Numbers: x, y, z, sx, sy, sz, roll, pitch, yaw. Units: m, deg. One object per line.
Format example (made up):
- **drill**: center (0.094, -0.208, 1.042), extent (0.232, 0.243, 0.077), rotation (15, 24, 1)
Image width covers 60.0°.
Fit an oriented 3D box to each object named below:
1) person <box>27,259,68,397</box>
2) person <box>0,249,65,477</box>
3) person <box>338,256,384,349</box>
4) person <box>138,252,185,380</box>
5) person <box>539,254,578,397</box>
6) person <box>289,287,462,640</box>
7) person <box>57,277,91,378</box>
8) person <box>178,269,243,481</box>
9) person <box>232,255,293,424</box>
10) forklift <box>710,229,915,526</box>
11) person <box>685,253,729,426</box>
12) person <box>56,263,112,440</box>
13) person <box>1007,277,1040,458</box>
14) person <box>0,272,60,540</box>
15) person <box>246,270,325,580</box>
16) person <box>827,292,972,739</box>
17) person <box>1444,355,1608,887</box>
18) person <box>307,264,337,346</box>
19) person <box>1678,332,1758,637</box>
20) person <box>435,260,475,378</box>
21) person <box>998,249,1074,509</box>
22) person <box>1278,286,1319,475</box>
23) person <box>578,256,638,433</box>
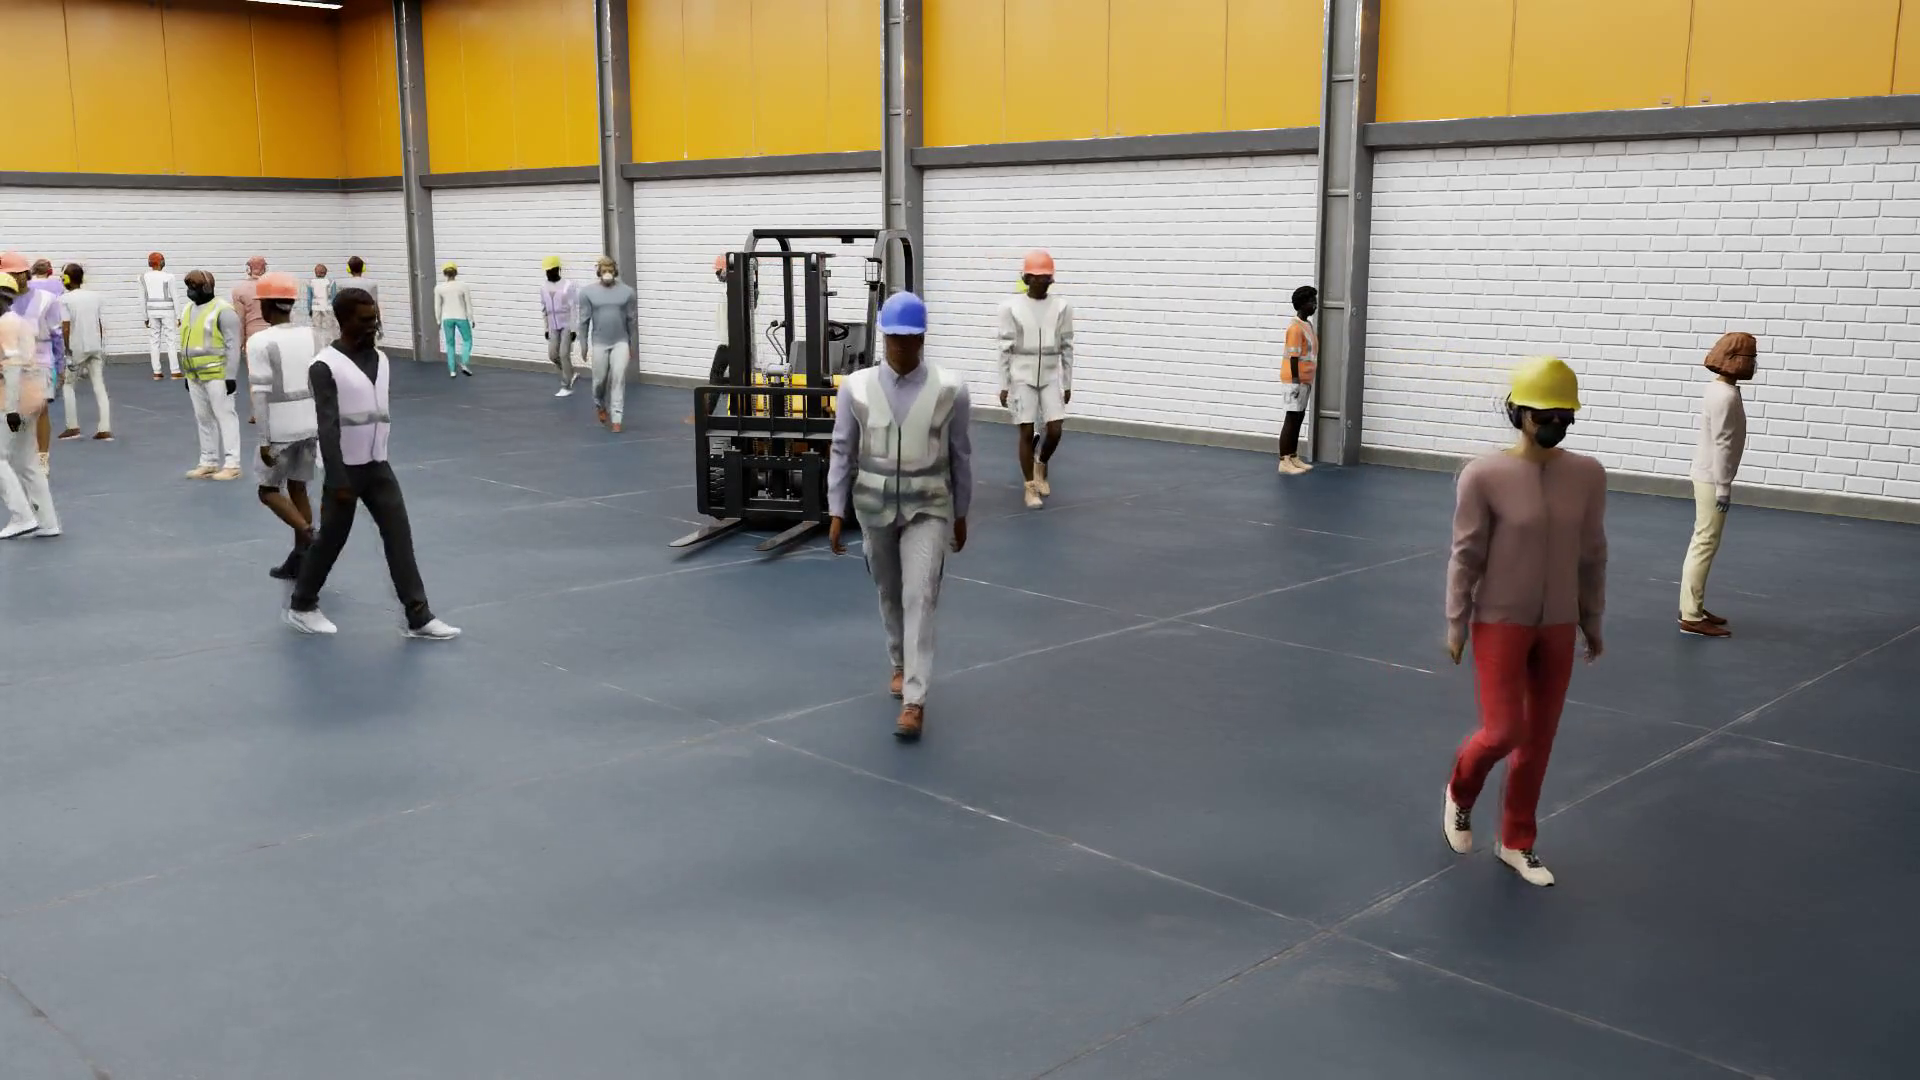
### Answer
- **person**: center (-12.082, -2.812, 22.111), extent (0.569, 1.805, 0.906), rotation (-2, 11, -9)
- **person**: center (-8.359, -1.585, 14.899), extent (0.612, 2.016, 0.864), rotation (-5, 11, -24)
- **person**: center (-8.010, -2.859, 22.224), extent (0.567, 1.855, 0.372), rotation (-3, 11, -17)
- **person**: center (-11.815, -3.309, 24.620), extent (0.576, 1.883, 0.355), rotation (-1, 10, -3)
- **person**: center (-5.300, -2.849, 22.104), extent (0.593, 1.895, 0.593), rotation (4, 11, 23)
- **person**: center (-3.194, -0.392, 8.771), extent (1.015, 1.872, 0.611), rotation (3, 11, 18)
- **person**: center (-13.315, -3.216, 24.845), extent (0.643, 1.612, 0.509), rotation (7, 13, 34)
- **person**: center (-6.557, -1.435, 14.520), extent (0.633, 1.839, 0.429), rotation (5, 12, 27)
- **person**: center (-7.911, -2.267, 18.888), extent (0.639, 1.904, 0.407), rotation (-8, 13, -36)
- **forklift**: center (-1.050, -1.319, 12.920), extent (1.214, 2.155, 2.313), rotation (2, 11, 13)
- **person**: center (-2.540, -2.226, 18.571), extent (1.046, 1.941, 0.644), rotation (2, 11, 12)
- **person**: center (-9.187, -1.957, 17.375), extent (0.764, 1.842, 0.541), rotation (6, 12, 31)
- **person**: center (0.673, -1.627, 15.823), extent (0.524, 1.754, 0.496), rotation (-5, 11, -25)
- **person**: center (-6.635, -0.928, 11.675), extent (0.459, 1.871, 0.693), rotation (-3, 11, -17)
- **person**: center (-4.063, -0.675, 10.153), extent (0.569, 1.921, 0.550), rotation (6, 12, 30)
- **person**: center (-0.262, -0.140, 7.338), extent (0.619, 1.897, 1.023), rotation (1, 10, 6)
- **person**: center (1.860, 0.268, 5.469), extent (0.533, 1.755, 0.399), rotation (-3, 11, -14)
- **person**: center (-11.193, -4.019, 29.206), extent (0.527, 1.628, 0.324), rotation (0, 10, -2)
- **person**: center (4.072, -0.301, 8.928), extent (0.288, 1.627, 0.497), rotation (4, 11, 20)
- **person**: center (-7.570, -3.306, 24.939), extent (0.577, 1.758, 0.365), rotation (-1, 10, -4)
- **person**: center (0.590, -1.257, 13.034), extent (0.619, 2.025, 0.496), rotation (-2, 11, -11)
- **person**: center (3.034, -1.428, 14.891), extent (0.321, 1.689, 0.530), rotation (4, 11, 22)
- **person**: center (-3.852, -2.147, 18.219), extent (0.637, 1.916, 0.781), rotation (-3, 11, -17)
